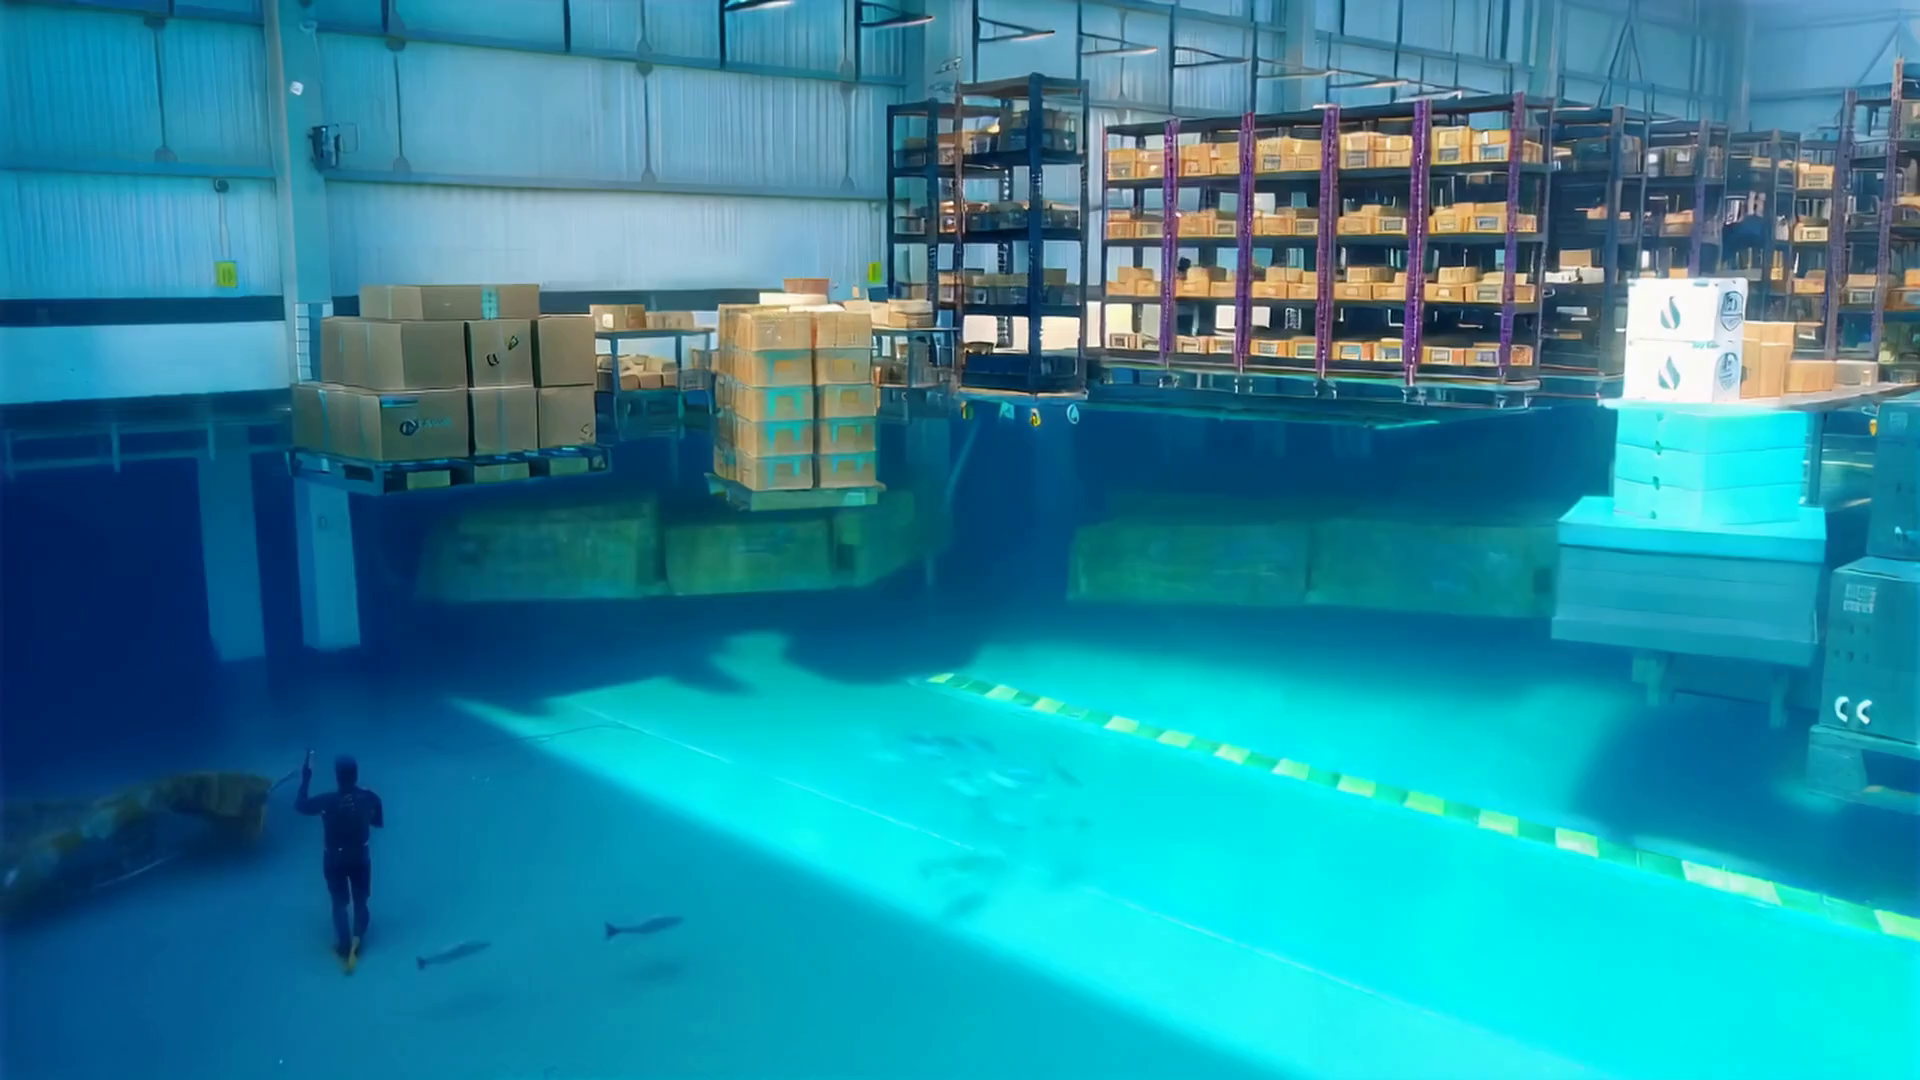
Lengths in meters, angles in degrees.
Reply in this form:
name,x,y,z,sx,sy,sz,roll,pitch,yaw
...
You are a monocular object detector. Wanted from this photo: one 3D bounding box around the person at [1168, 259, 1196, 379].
name,x,y,z,sx,sy,sz,roll,pitch,yaw
person,3.320,-3.273,24.647,0.585,1.774,1.007,1,9,5
